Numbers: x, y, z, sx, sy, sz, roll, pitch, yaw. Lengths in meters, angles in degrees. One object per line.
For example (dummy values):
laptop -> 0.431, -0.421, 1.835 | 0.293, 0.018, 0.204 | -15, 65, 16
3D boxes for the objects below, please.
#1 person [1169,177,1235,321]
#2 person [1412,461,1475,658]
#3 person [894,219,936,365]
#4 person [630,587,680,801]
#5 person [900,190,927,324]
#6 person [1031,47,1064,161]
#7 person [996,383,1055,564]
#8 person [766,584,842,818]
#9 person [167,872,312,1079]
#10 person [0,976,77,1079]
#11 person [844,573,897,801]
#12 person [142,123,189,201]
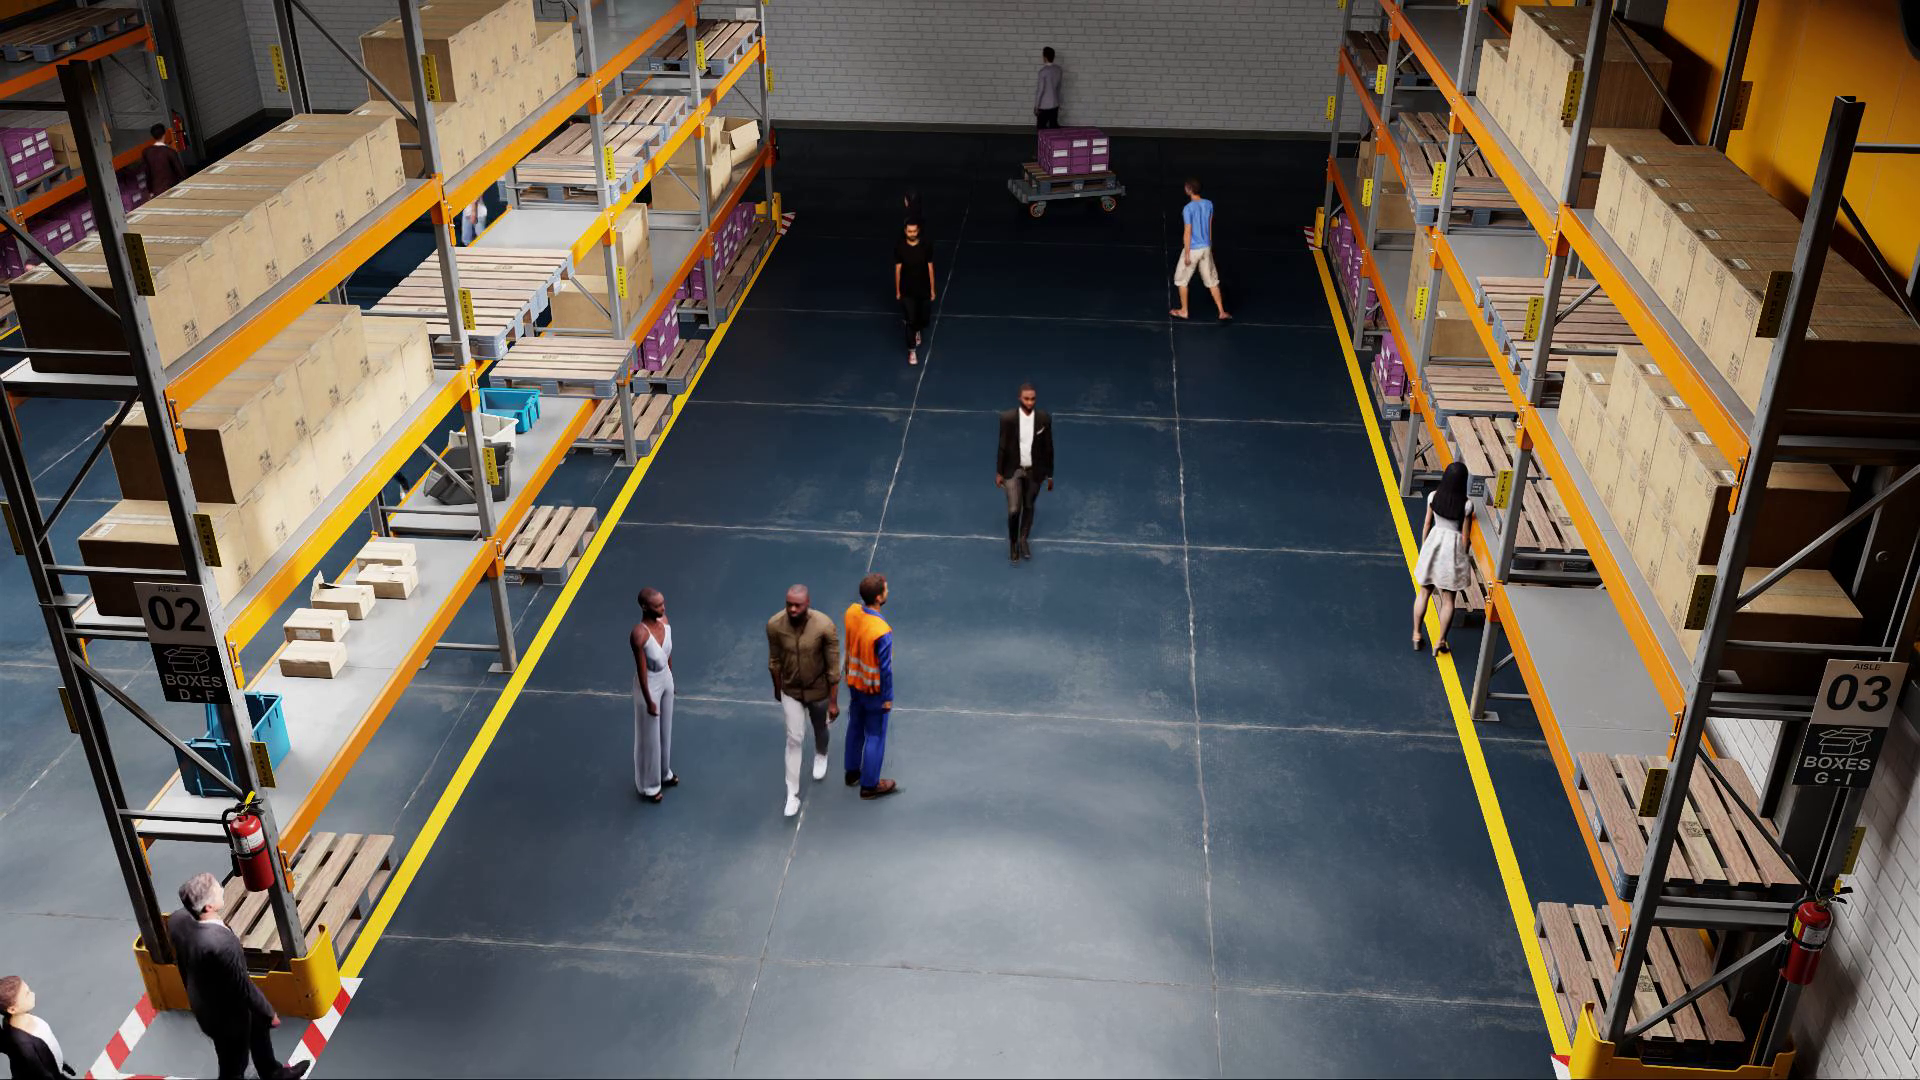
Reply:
person -> 3.043, -3.619, 20.961 | 1.082, 1.821, 1.166 | -14, 32, -24
person -> 4.099, 0.154, 14.099 | 0.777, 1.769, 0.803 | 19, 34, 31
person -> -0.543, -3.018, 19.944 | 0.784, 1.740, 0.988 | -5, 29, -8
person -> -2.273, 1.126, 12.306 | 0.694, 1.780, 0.572 | 11, 31, 19
person -> -0.571, -3.574, 20.971 | 0.741, 1.734, 0.609 | 17, 33, 28
person -> 1.492, -7.218, 27.532 | 0.787, 1.847, 0.840 | -21, 35, -33
person -> 0.581, -0.668, 15.589 | 0.753, 1.785, 0.741 | -4, 29, -7
person -> -1.118, 1.080, 12.381 | 0.740, 1.788, 1.123 | 1, 29, 3
person -> -4.237, 2.677, 9.420 | 0.992, 1.821, 1.061 | 24, 36, 36
person -> -5.102, 3.027, 9.072 | 0.741, 1.538, 0.687 | -14, 31, -23
person -> -0.696, 1.078, 12.314 | 0.844, 1.857, 0.781 | -21, 35, -34
person -> -11.041, -4.809, 23.118 | 0.710, 1.846, 0.794 | 1, 29, 3
